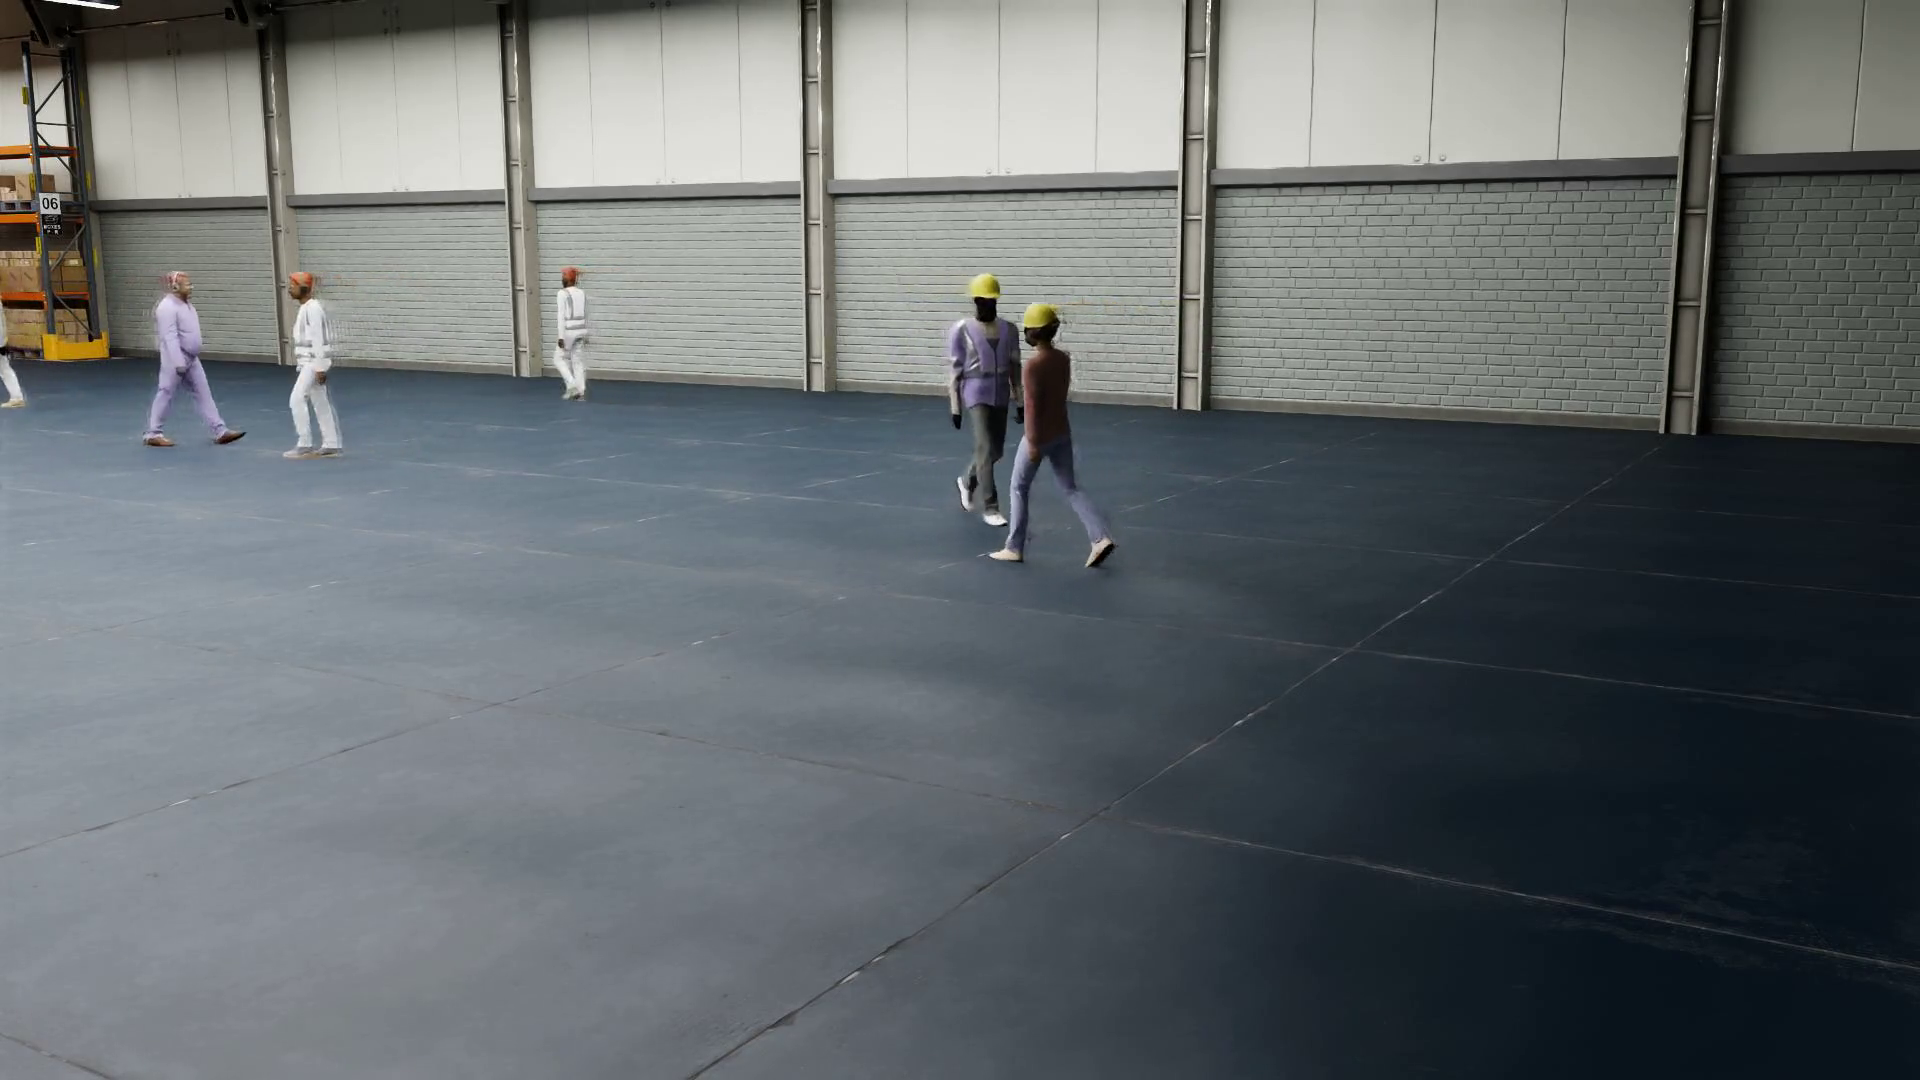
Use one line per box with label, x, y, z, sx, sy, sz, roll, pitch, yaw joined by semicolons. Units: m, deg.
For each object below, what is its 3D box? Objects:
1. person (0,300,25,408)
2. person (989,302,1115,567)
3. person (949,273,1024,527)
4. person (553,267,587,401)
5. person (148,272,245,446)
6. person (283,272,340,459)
person;-12.890;-2.606;21.925;0.960;1.792;0.646;-7;12;-37
person;0.618;-0.680;10.834;0.851;1.733;0.525;8;13;40
person;0.163;-1.088;12.723;0.589;1.903;0.835;-6;11;-31
person;-5.426;-2.856;23.166;0.437;1.864;0.601;5;11;28
person;-8.230;-1.913;17.692;1.001;1.850;0.676;0;10;0
person;-6.540;-1.719;16.516;0.697;1.860;0.620;-5;11;-27
